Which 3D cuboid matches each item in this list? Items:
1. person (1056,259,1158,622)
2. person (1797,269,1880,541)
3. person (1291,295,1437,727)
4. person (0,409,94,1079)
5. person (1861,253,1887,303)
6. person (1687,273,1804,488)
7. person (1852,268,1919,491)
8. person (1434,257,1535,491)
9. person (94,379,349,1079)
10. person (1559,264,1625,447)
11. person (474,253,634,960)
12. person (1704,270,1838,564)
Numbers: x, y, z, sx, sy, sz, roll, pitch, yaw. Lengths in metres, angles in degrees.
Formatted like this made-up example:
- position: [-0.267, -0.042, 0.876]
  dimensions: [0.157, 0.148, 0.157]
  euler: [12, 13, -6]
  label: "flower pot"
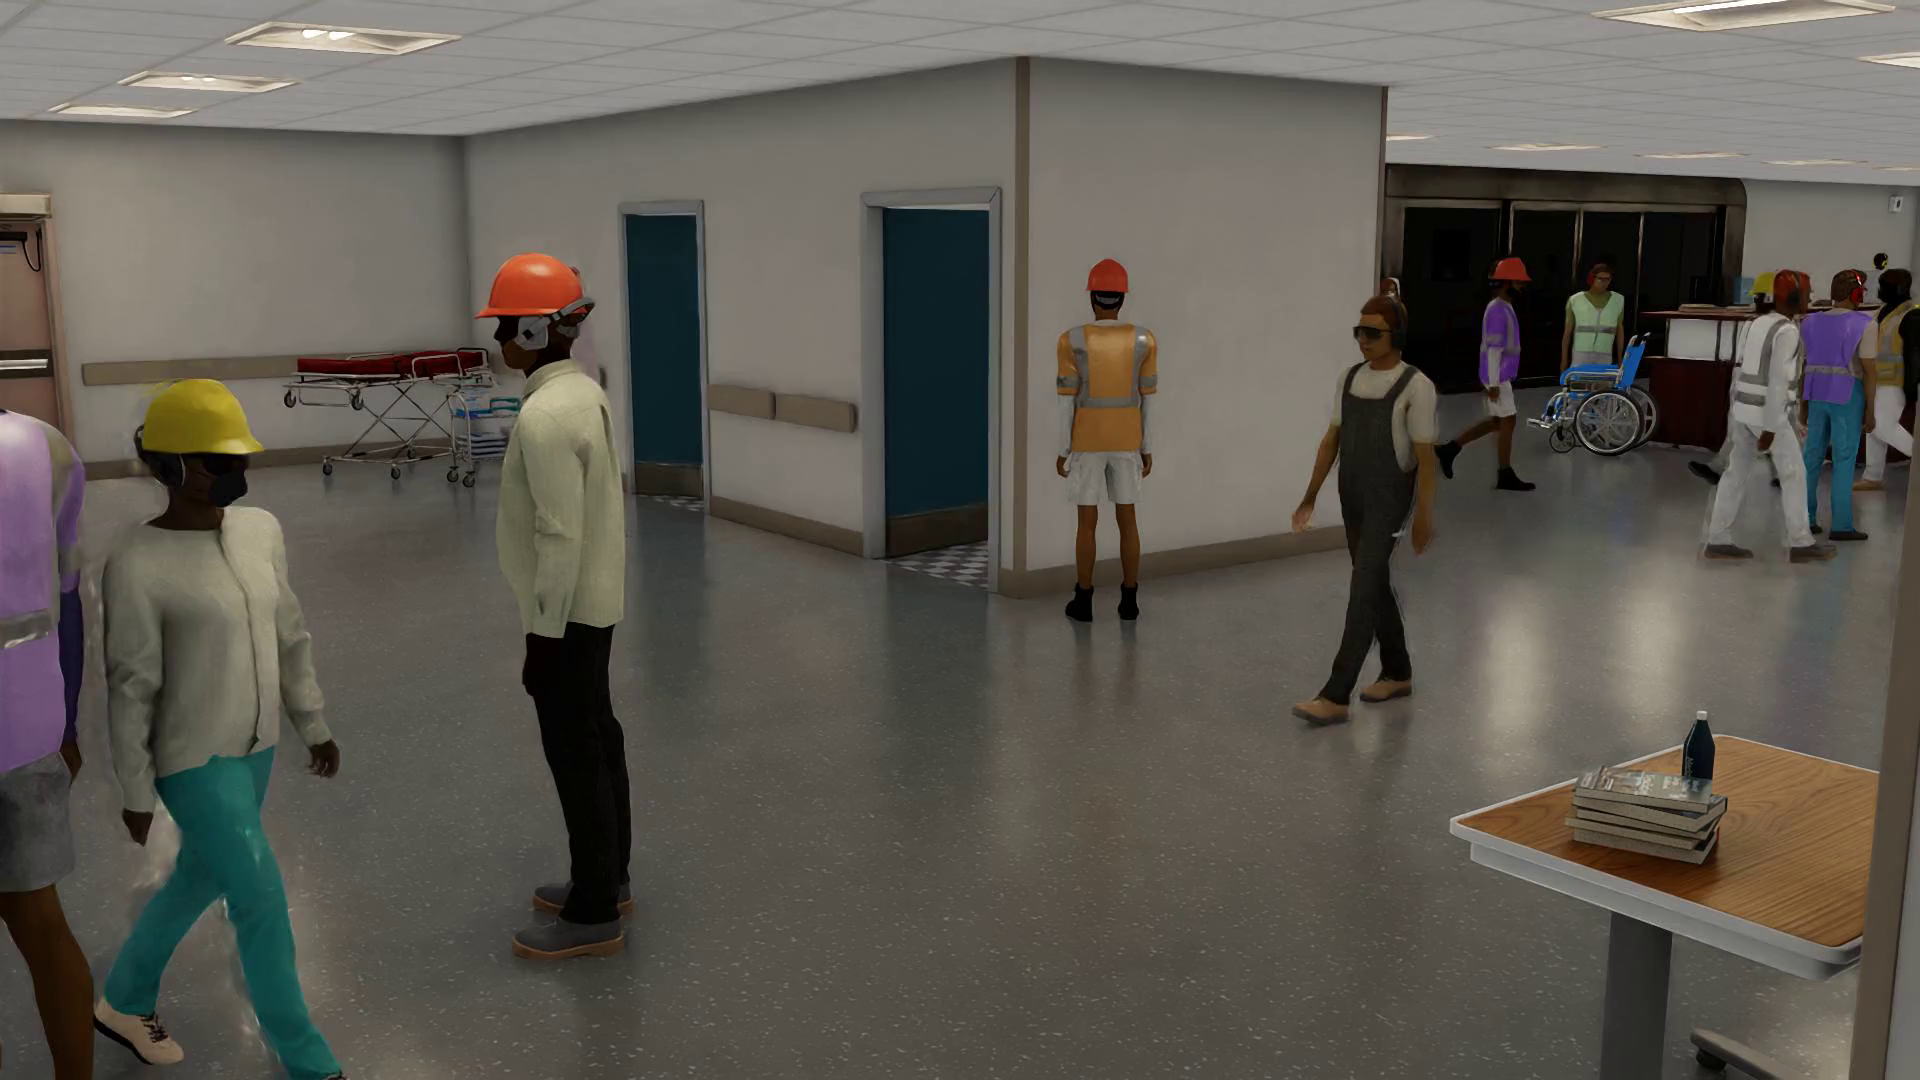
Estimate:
- position: [0.775, -0.524, 8.911]
  dimensions: [0.547, 1.938, 0.359]
  euler: [-1, 10, -7]
  label: "person"
- position: [5.977, -0.916, 11.371]
  dimensions: [0.389, 1.844, 0.563]
  euler: [-5, 11, -28]
  label: "person"
- position: [1.726, -0.136, 7.121]
  dimensions: [0.839, 1.806, 0.516]
  euler: [-6, 12, -29]
  label: "person"
- position: [-2.064, 0.412, 3.417]
  dimensions: [0.410, 2.032, 0.609]
  euler: [2, 10, 13]
  label: "person"
- position: [15.526, -3.936, 28.255]
  dimensions: [0.328, 1.862, 0.523]
  euler: [-6, 12, -30]
  label: "person"
- position: [6.627, -1.313, 13.784]
  dimensions: [0.935, 1.772, 0.607]
  euler: [6, 12, 31]
  label: "person"
- position: [7.579, -1.277, 13.442]
  dimensions: [0.568, 1.831, 0.626]
  euler: [1, 10, 6]
  label: "person"
- position: [4.353, -1.362, 13.685]
  dimensions: [0.760, 1.916, 0.549]
  euler: [4, 11, 23]
  label: "person"
- position: [-1.770, 0.480, 3.899]
  dimensions: [0.890, 1.726, 0.528]
  euler: [2, 10, 12]
  label: "person"
- position: [6.260, -1.821, 16.499]
  dimensions: [0.584, 1.820, 0.457]
  euler: [0, 10, 2]
  label: "person"
- position: [-1.145, 0.192, 4.738]
  dimensions: [0.397, 1.992, 0.623]
  euler: [0, 10, -2]
  label: "person"
- position: [5.206, -0.765, 10.526]
  dimensions: [0.877, 1.843, 0.601]
  euler: [0, 10, 0]
  label: "person"
